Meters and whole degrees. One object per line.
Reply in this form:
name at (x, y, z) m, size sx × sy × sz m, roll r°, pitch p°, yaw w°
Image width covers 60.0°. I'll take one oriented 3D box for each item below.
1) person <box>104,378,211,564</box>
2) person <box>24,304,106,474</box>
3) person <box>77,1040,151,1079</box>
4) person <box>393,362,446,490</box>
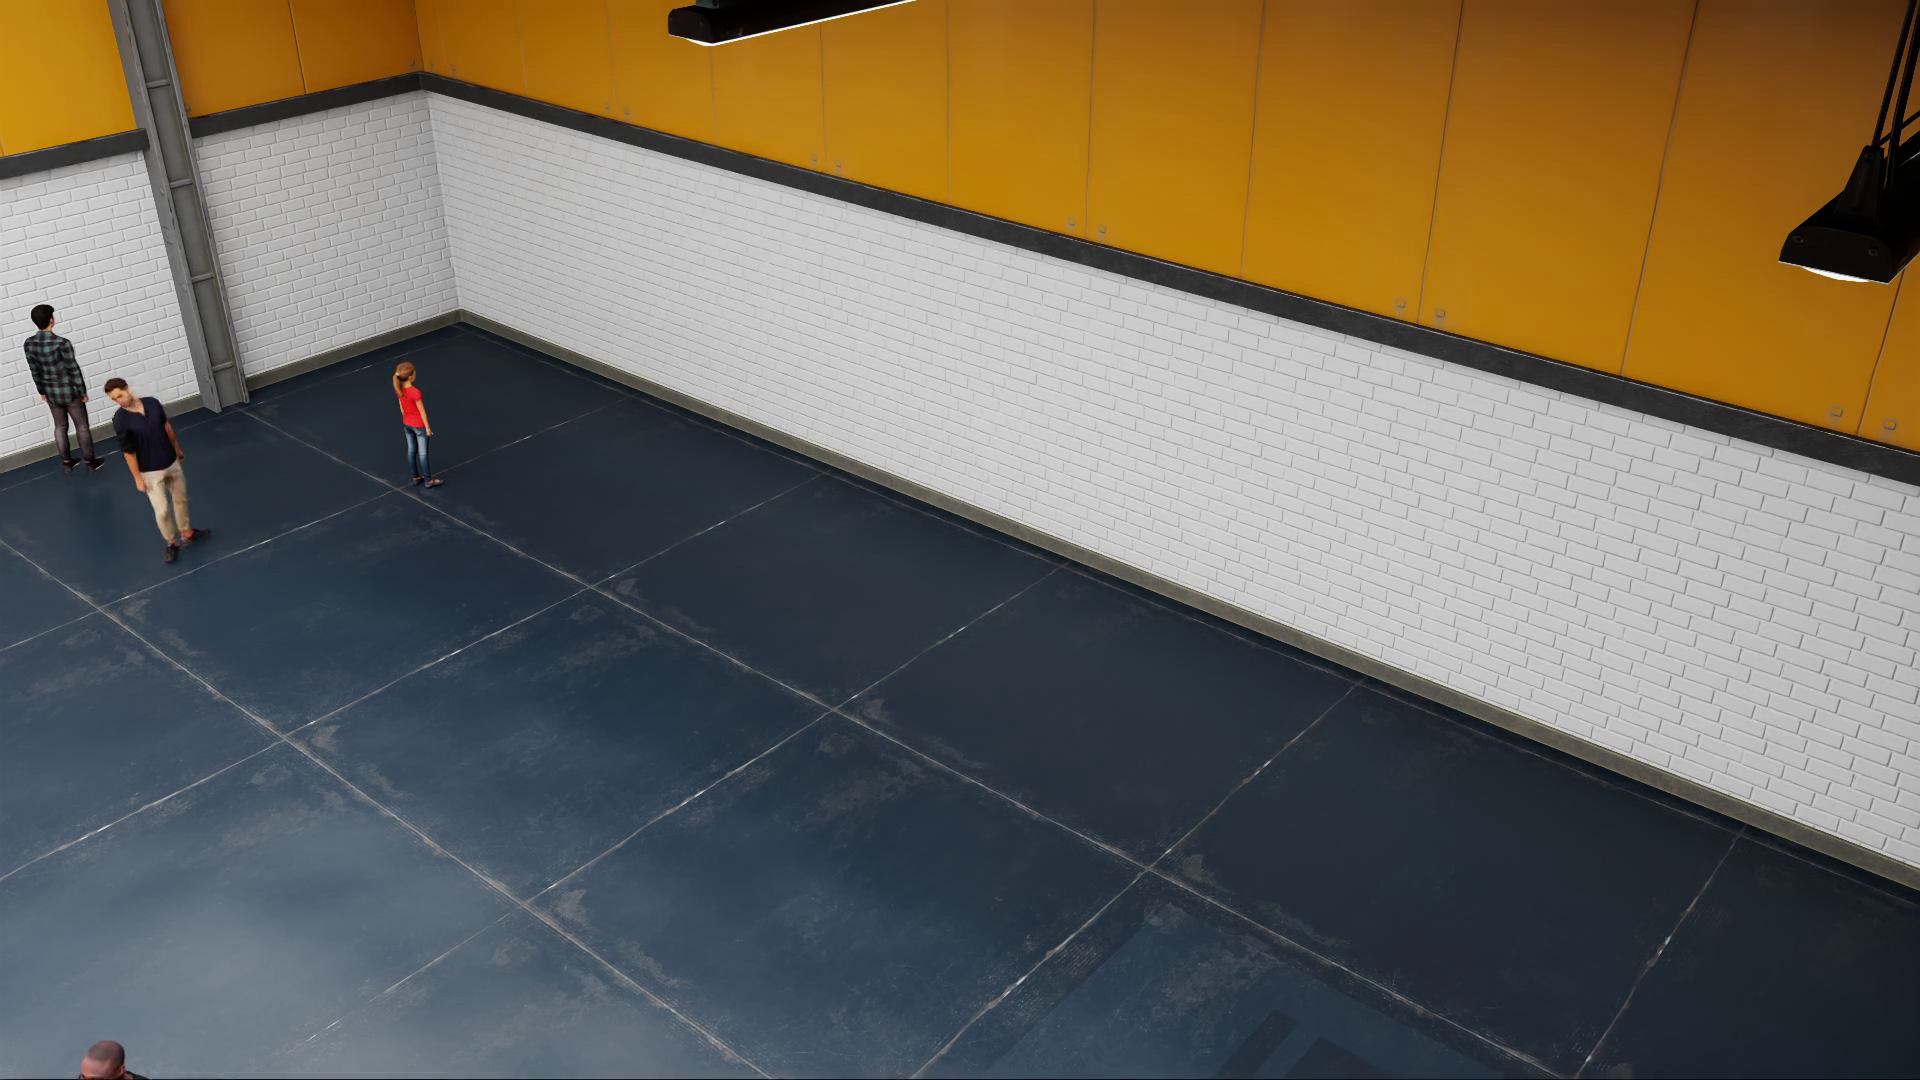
person at (-7.187, -0.675, 14.953) m, size 0.945 × 1.807 × 0.598 m, roll 9°, pitch 30°, yaw 16°
person at (-8.713, -1.467, 16.122) m, size 0.738 × 1.712 × 0.725 m, roll 3°, pitch 29°, yaw 5°
person at (-3.932, 3.061, 8.106) m, size 0.831 × 1.805 × 0.936 m, roll 10°, pitch 30°, yaw 17°
person at (-5.348, -1.131, 16.307) m, size 0.513 × 1.310 × 0.531 m, roll 16°, pitch 33°, yaw 27°
